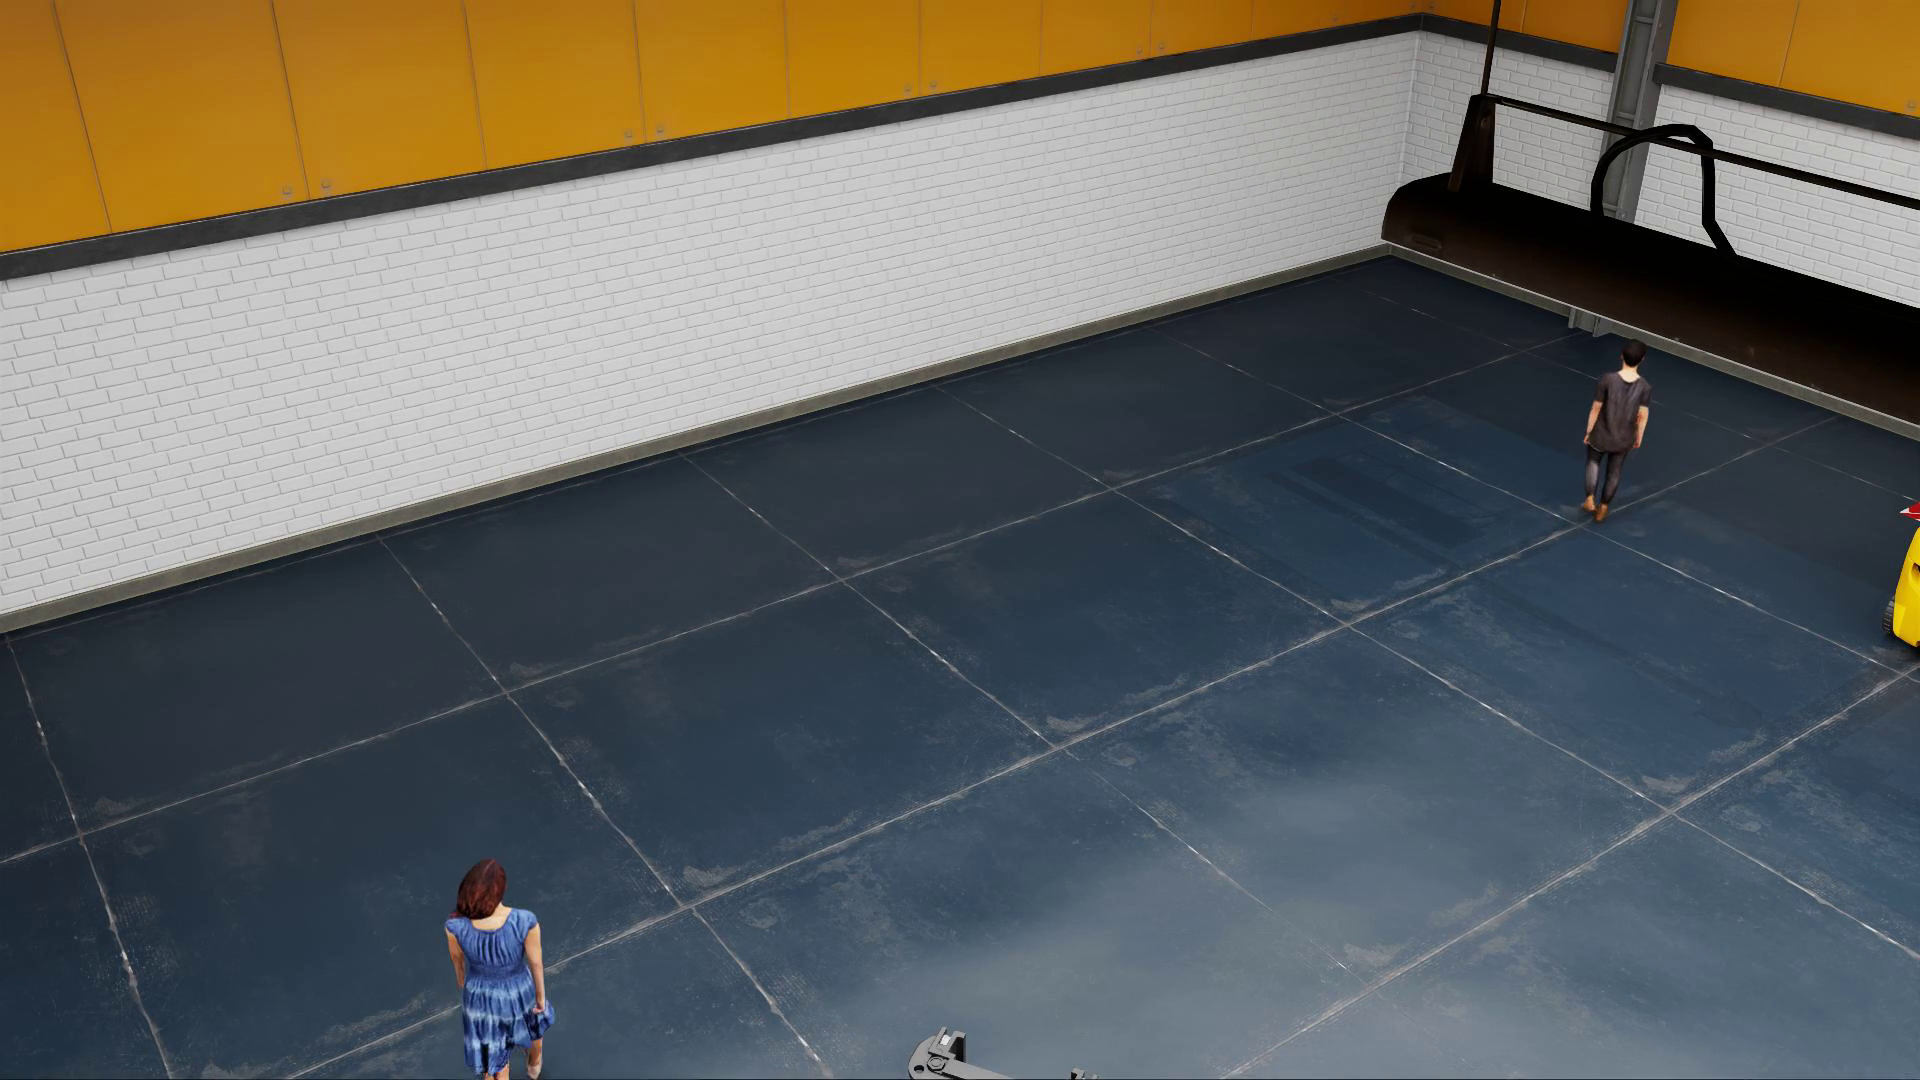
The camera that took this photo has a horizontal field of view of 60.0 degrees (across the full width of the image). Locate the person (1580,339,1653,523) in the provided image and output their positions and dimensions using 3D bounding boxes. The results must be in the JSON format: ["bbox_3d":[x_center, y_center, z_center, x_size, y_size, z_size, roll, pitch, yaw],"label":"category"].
[{"bbox_3d":[5.805,-0.933,14.782,0.701,1.702,0.800,10,30,18],"label":"person"}]

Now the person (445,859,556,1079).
[{"bbox_3d":[-2.342,2.470,8.511,0.823,1.734,1.034,-6,29,-11],"label":"person"}]
